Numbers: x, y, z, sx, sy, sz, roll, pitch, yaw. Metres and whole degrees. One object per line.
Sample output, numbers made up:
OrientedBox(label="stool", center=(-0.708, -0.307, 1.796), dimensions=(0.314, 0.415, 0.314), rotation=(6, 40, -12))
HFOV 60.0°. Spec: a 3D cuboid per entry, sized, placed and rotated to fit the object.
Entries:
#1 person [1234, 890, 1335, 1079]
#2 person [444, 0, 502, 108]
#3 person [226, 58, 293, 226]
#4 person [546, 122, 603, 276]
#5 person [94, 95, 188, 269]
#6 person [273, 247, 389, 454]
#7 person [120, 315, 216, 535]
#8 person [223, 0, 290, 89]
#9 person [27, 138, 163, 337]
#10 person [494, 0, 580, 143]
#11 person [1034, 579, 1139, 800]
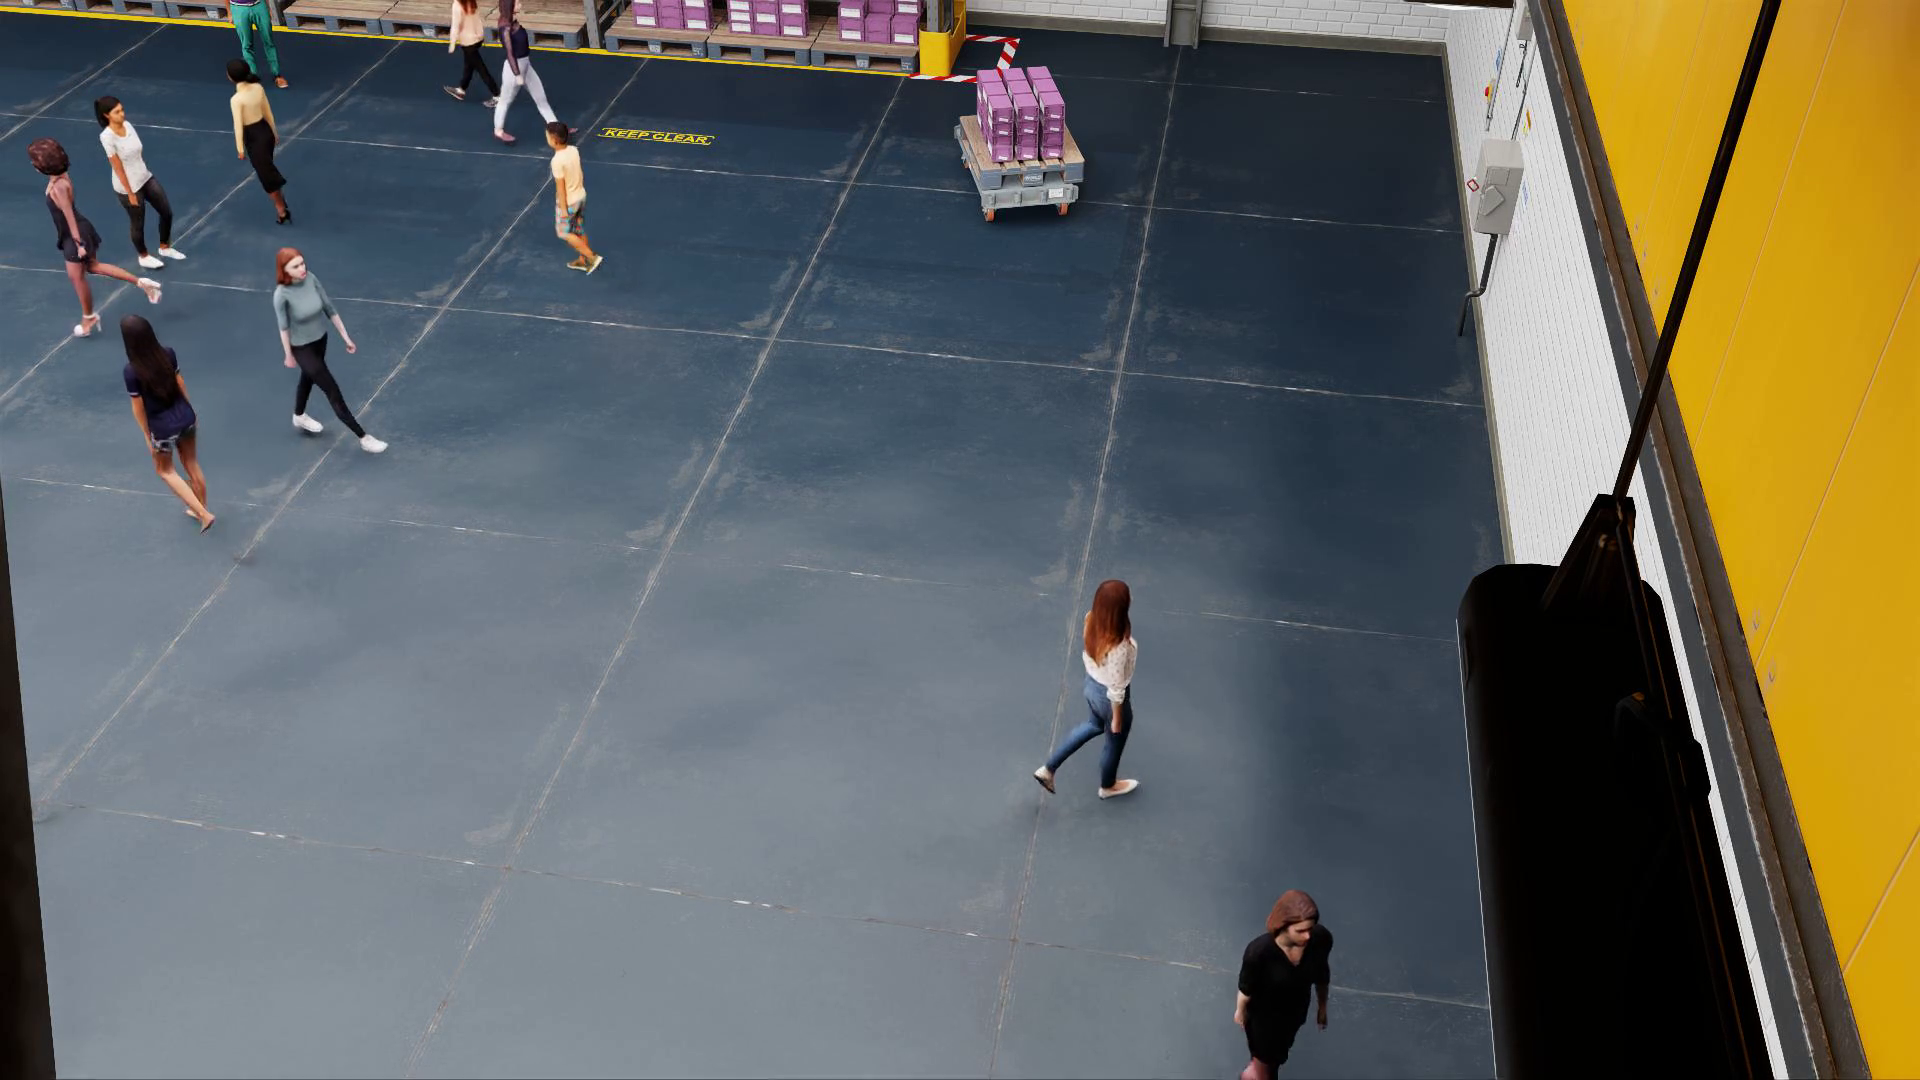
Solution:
OrientedBox(label="person", center=(1.485, 2.203, 8.047), dimensions=(0.695, 1.691, 0.773), rotation=(-15, 41, -18))
OrientedBox(label="person", center=(-5.112, -5.257, 17.583), dimensions=(0.907, 1.447, 0.582), rotation=(5, 39, 6))
OrientedBox(label="person", center=(-6.430, -3.662, 15.426), dimensions=(0.658, 1.647, 0.636), rotation=(12, 40, 15))
OrientedBox(label="person", center=(-3.389, -3.001, 14.757), dimensions=(0.732, 1.449, 0.626), rotation=(14, 41, 17))
OrientedBox(label="person", center=(-7.441, -3.175, 14.832), dimensions=(0.651, 1.628, 0.610), rotation=(12, 40, 14))
OrientedBox(label="person", center=(-4.983, -1.452, 12.633), dimensions=(1.244, 1.679, 0.806), rotation=(16, 41, 19))
OrientedBox(label="person", center=(-5.517, -0.770, 11.721), dimensions=(0.867, 1.752, 0.759), rotation=(26, 45, 28))
OrientedBox(label="person", center=(-7.671, -5.738, 17.928), dimensions=(0.704, 1.768, 0.786), rotation=(-18, 42, -21))
OrientedBox(label="person", center=(-7.288, -2.533, 13.916), dimensions=(1.078, 1.767, 0.912), rotation=(-16, 41, -19))
OrientedBox(label="person", center=(-4.541, -4.728, 16.840), dimensions=(1.151, 1.549, 0.757), rotation=(2, 39, 2))
OrientedBox(label="person", center=(0.774, 0.912, 9.642), dimensions=(1.001, 1.718, 0.855), rotation=(-12, 40, -14))
